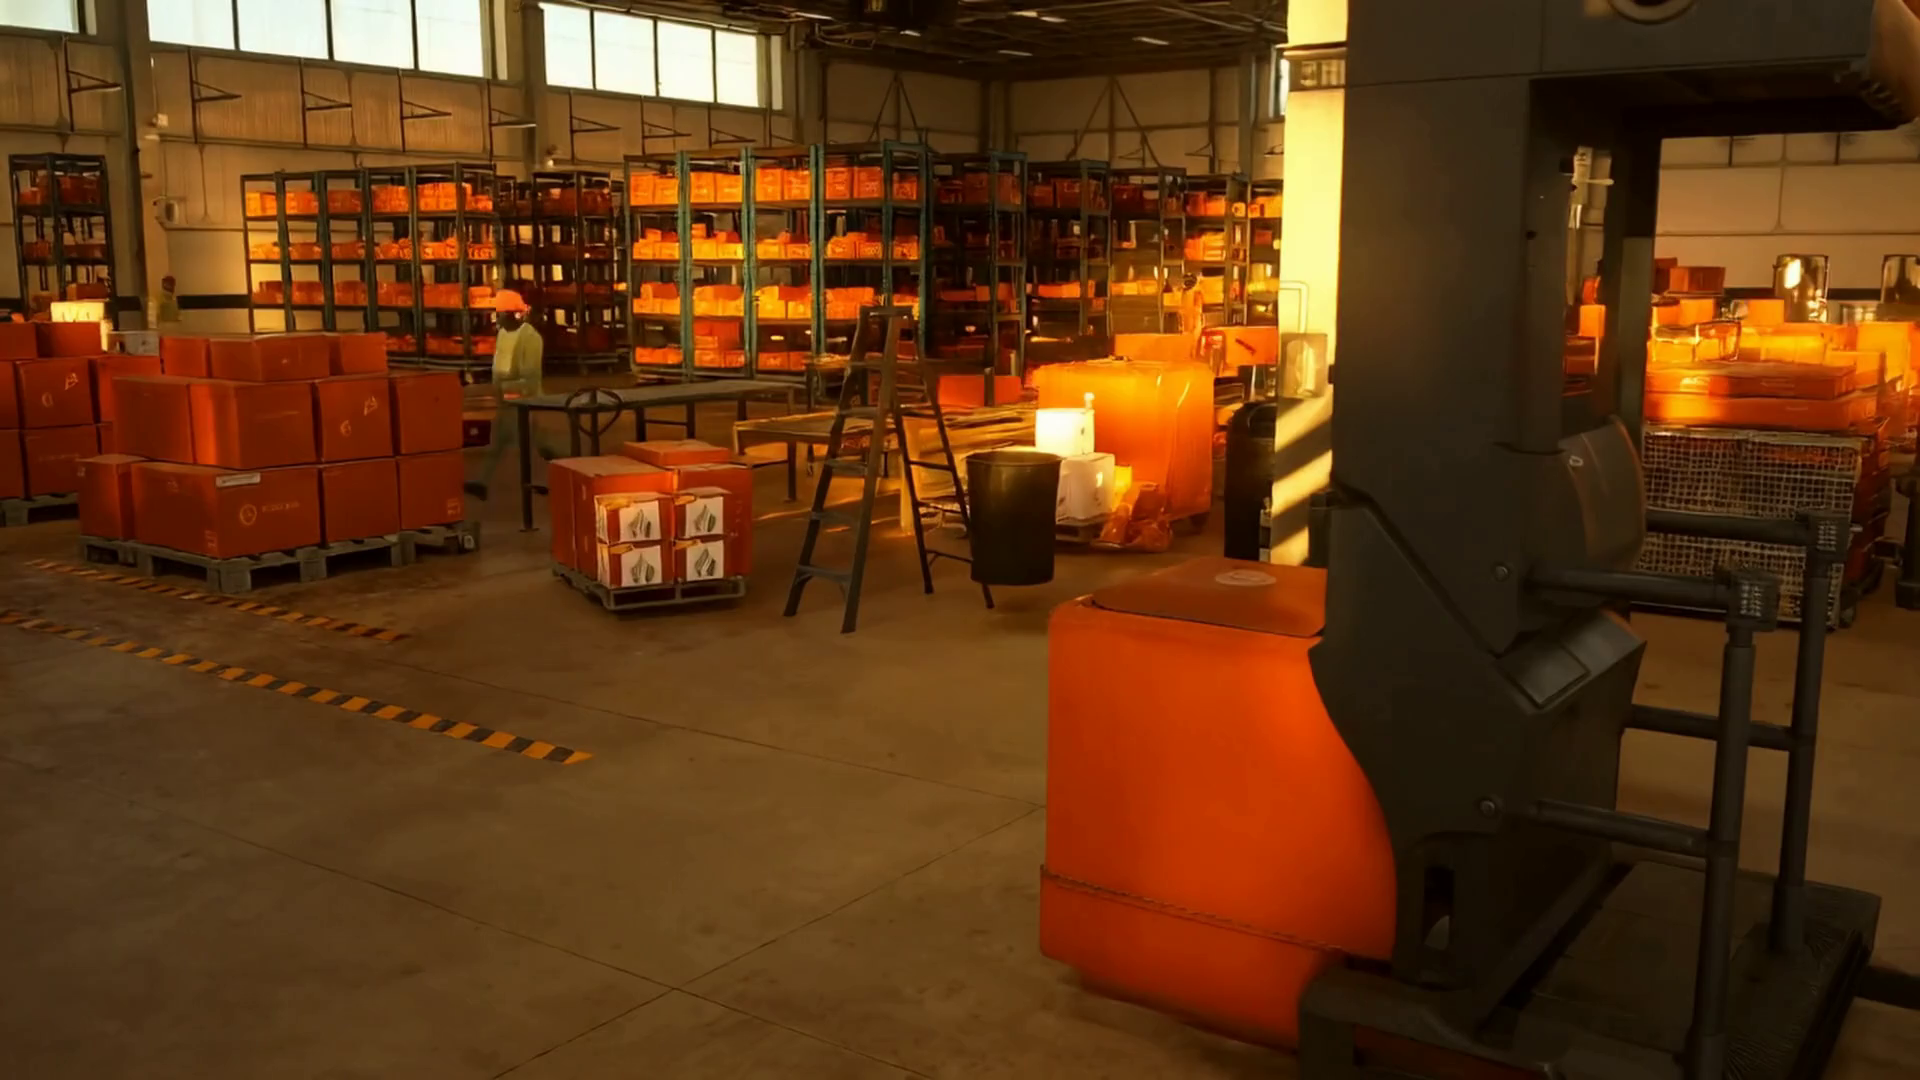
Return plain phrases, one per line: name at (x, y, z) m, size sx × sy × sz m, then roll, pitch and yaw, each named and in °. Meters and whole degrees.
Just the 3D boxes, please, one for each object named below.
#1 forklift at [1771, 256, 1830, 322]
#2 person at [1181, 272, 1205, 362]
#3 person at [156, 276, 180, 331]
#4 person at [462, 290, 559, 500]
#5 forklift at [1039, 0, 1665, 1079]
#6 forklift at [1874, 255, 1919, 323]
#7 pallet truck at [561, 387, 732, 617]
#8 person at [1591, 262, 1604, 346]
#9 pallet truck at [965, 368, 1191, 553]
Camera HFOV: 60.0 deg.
forklift at (20.253, -5.854, 40.139) m, size 1.157 × 1.987 × 2.680 m, roll 7°, pitch 12°, yaw 35°
person at (3.767, -3.414, 26.977) m, size 0.389 × 1.837 × 0.563 m, roll -1°, pitch 10°, yaw -8°
person at (-15.104, -4.160, 31.706) m, size 0.574 × 1.736 × 0.641 m, roll 7°, pitch 12°, yaw 37°
person at (-3.786, -1.222, 14.113) m, size 0.611 × 1.772 × 0.938 m, roll 9°, pitch 13°, yaw 43°
forklift at (1.249, -0.137, 4.360) m, size 1.873 × 2.768 × 1.129 m, roll 7°, pitch 12°, yaw 35°
forklift at (22.089, -5.634, 38.796) m, size 1.157 × 1.987 × 2.680 m, roll 6°, pitch 11°, yaw 33°
pallet truck at (-1.981, -0.274, 10.088) m, size 0.680 × 1.201 × 1.601 m, roll -5°, pitch 11°, yaw -28°
person at (15.175, -5.582, 39.421) m, size 0.395 × 1.994 × 0.612 m, roll 0°, pitch 10°, yaw 1°
pallet truck at (0.845, -0.609, 11.869) m, size 1.630 × 1.274 × 0.653 m, roll 7°, pitch 12°, yaw 35°
